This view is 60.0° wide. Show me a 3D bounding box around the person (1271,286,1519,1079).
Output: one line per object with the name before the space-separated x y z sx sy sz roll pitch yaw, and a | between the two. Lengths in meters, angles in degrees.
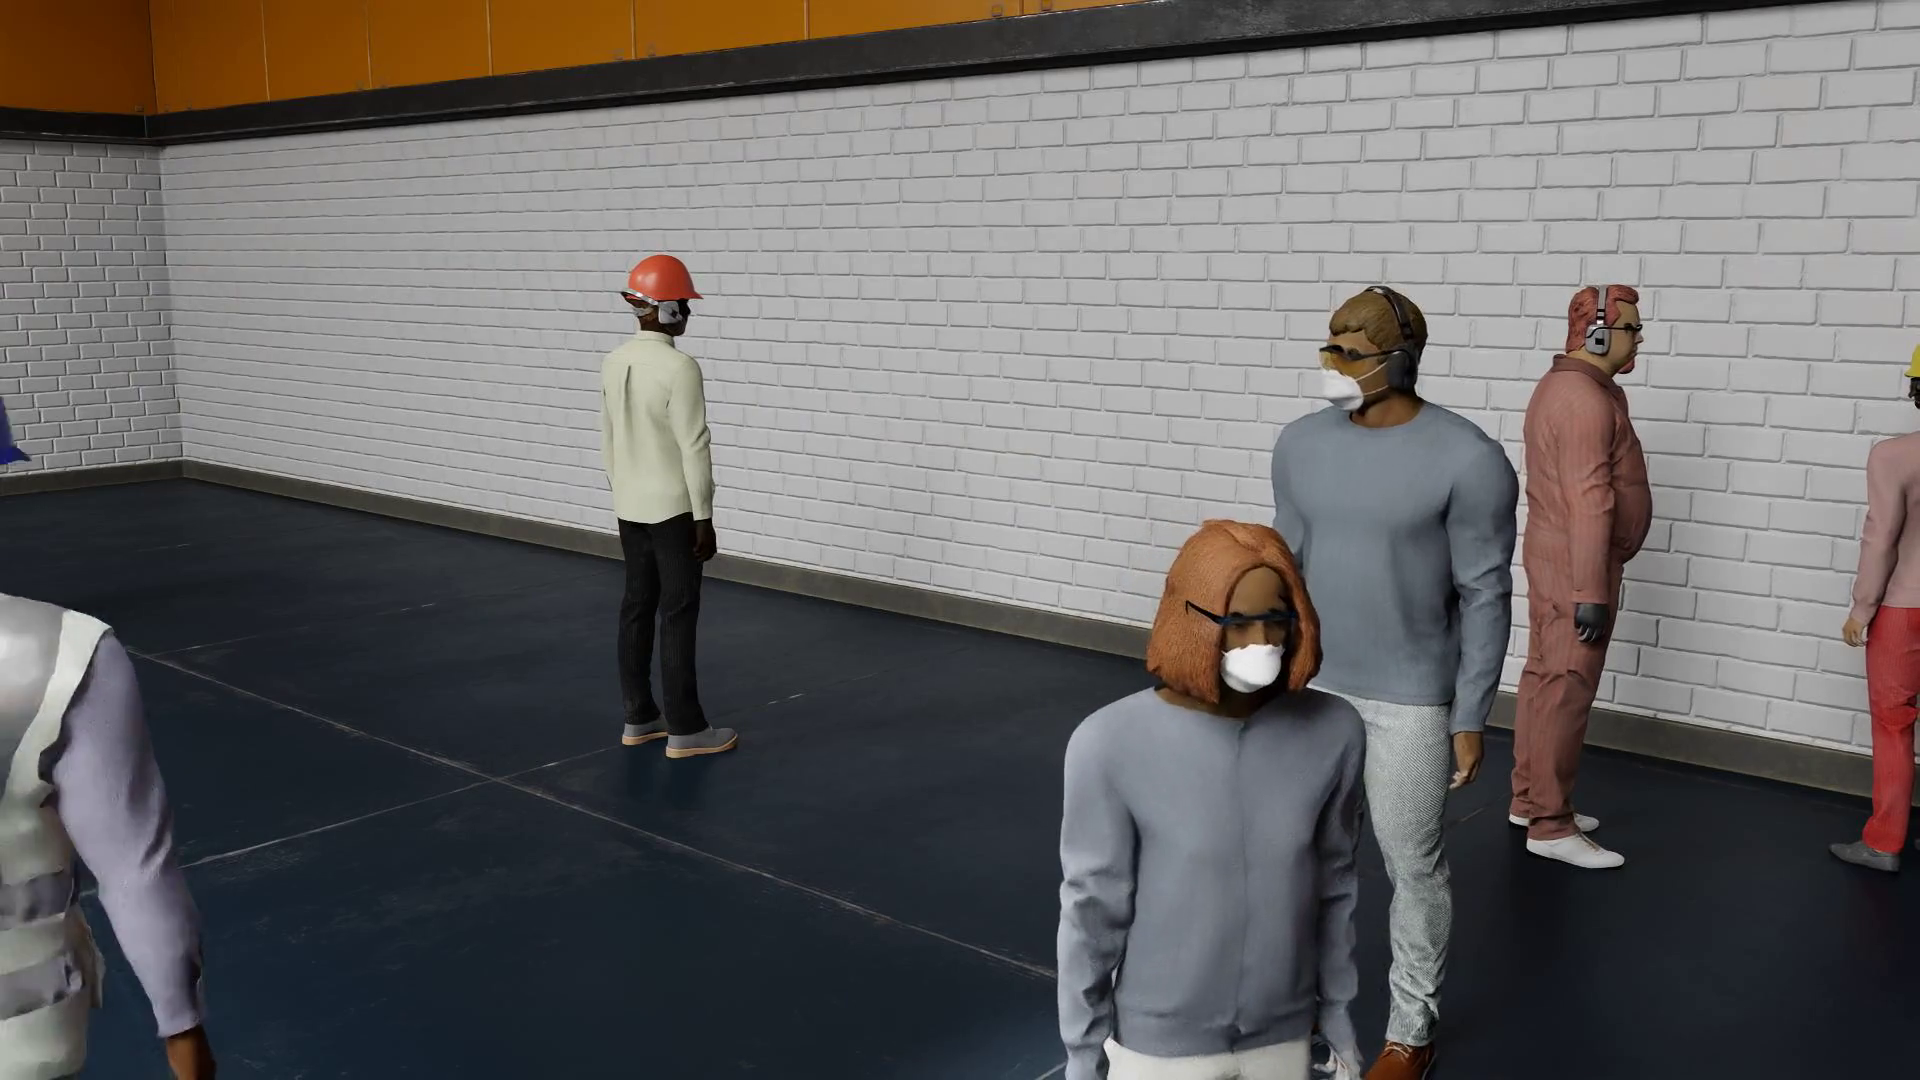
person | 0.987 0.371 3.971 0.630 1.935 0.369 10 14 44

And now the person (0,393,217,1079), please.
person | -1.401 0.698 2.227 0.630 1.910 0.944 0 10 0

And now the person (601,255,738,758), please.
person | -1.182 -0.130 6.652 0.612 1.995 0.382 9 13 42

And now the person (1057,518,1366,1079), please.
person | 0.388 0.771 2.552 0.507 1.630 0.268 -3 10 -18

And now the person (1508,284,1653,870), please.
person | 2.072 0.112 5.528 0.402 1.906 0.652 2 10 10

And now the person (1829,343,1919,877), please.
person | 3.109 0.210 5.370 0.533 1.767 0.312 -2 10 -9
